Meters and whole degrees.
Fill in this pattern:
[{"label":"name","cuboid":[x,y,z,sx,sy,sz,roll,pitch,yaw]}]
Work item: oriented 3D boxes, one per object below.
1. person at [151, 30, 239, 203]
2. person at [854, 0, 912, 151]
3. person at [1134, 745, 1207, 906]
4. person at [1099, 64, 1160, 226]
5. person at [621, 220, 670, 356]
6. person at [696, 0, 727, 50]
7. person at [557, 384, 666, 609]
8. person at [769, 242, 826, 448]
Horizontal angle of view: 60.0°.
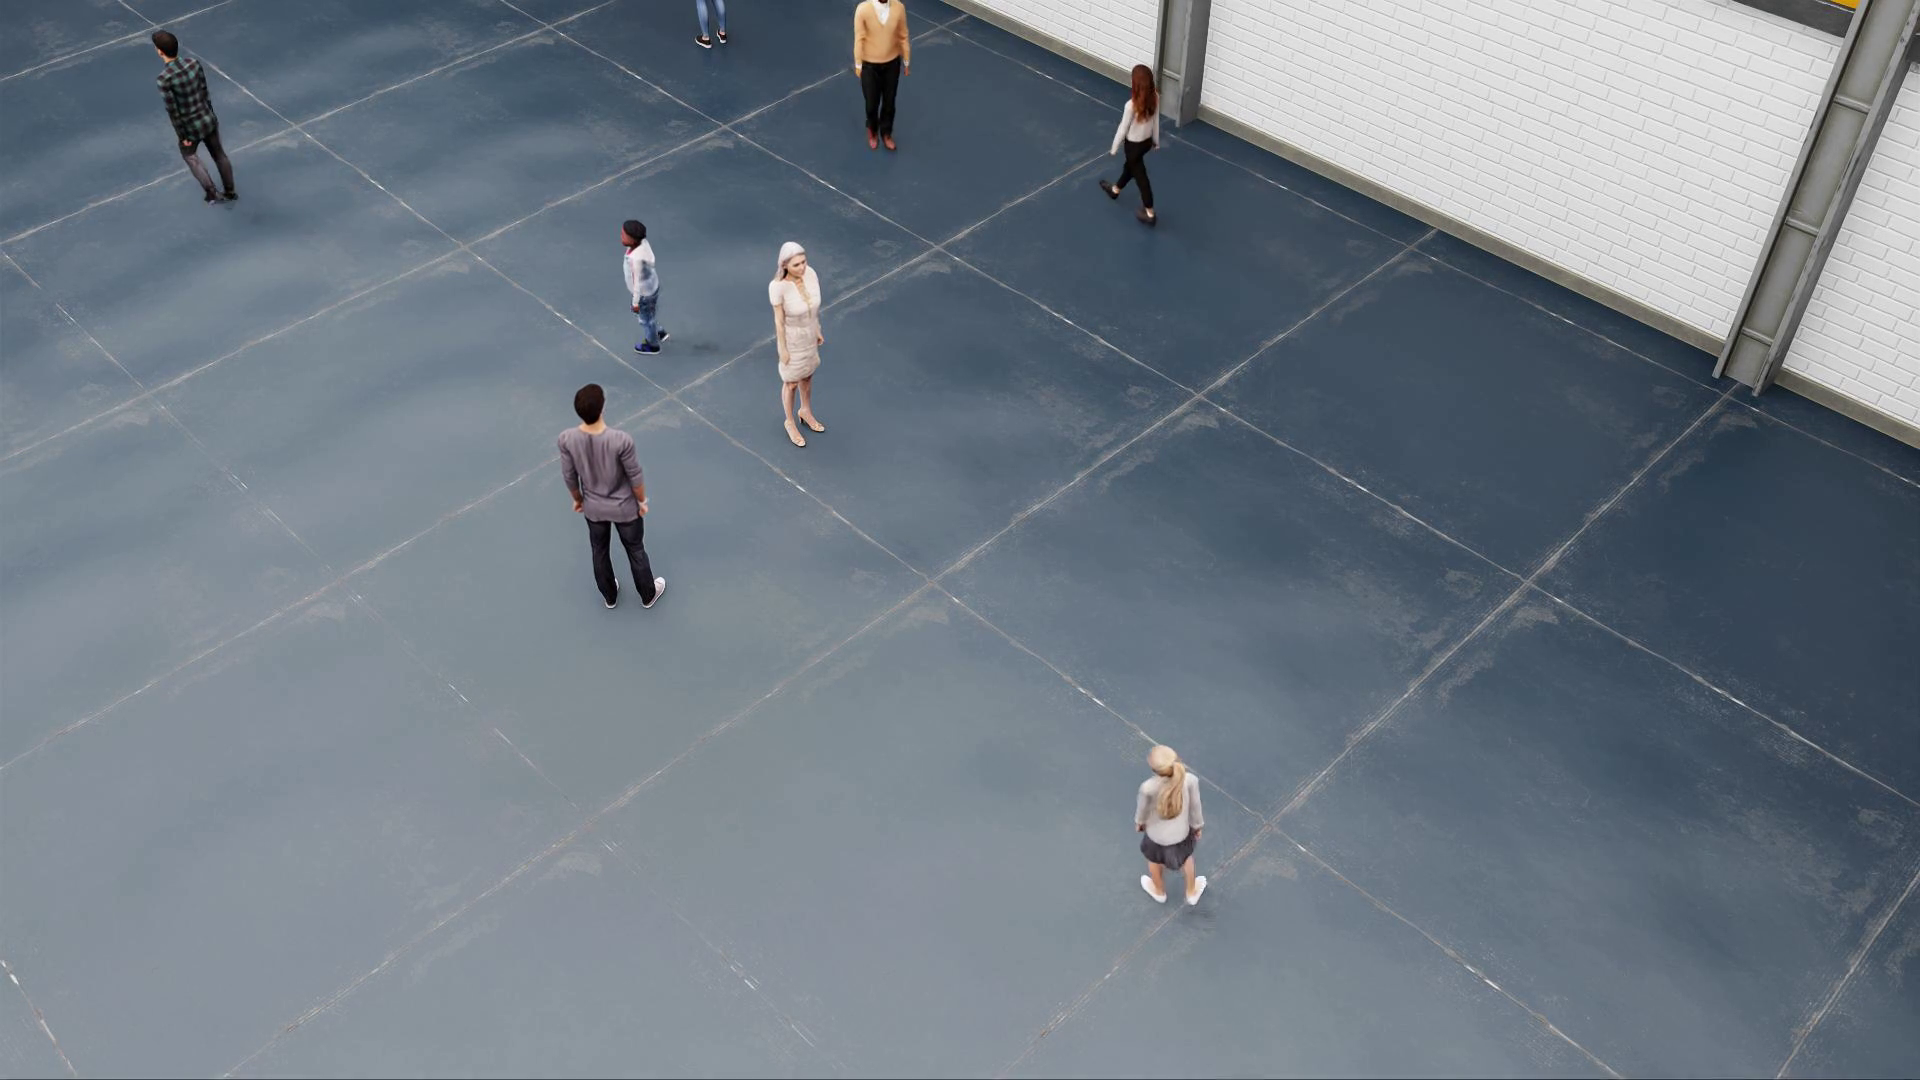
[{"label":"person","cuboid":[-6.822,-3.766,14.964,0.639,1.702,0.713,27,50,25]},{"label":"person","cuboid":[-0.767,-4.513,15.622,0.771,1.740,0.770,-12,45,-13]},{"label":"person","cuboid":[1.218,1.655,9.501,0.701,1.252,0.738,5,44,5]},{"label":"person","cuboid":[1.626,-3.461,14.732,0.606,1.443,0.968,-31,52,-28]},{"label":"person","cuboid":[-2.494,-2.029,13.365,0.642,1.257,0.585,3,44,3]},{"label":"person","cuboid":[-2.632,-5.909,17.128,0.680,1.684,0.630,-23,48,-22]},{"label":"person","cuboid":[-2.339,-0.265,11.080,0.716,1.853,0.800,3,44,3]},{"label":"person","cuboid":[-1.215,-1.481,12.442,0.551,1.735,0.597,32,52,29]}]
